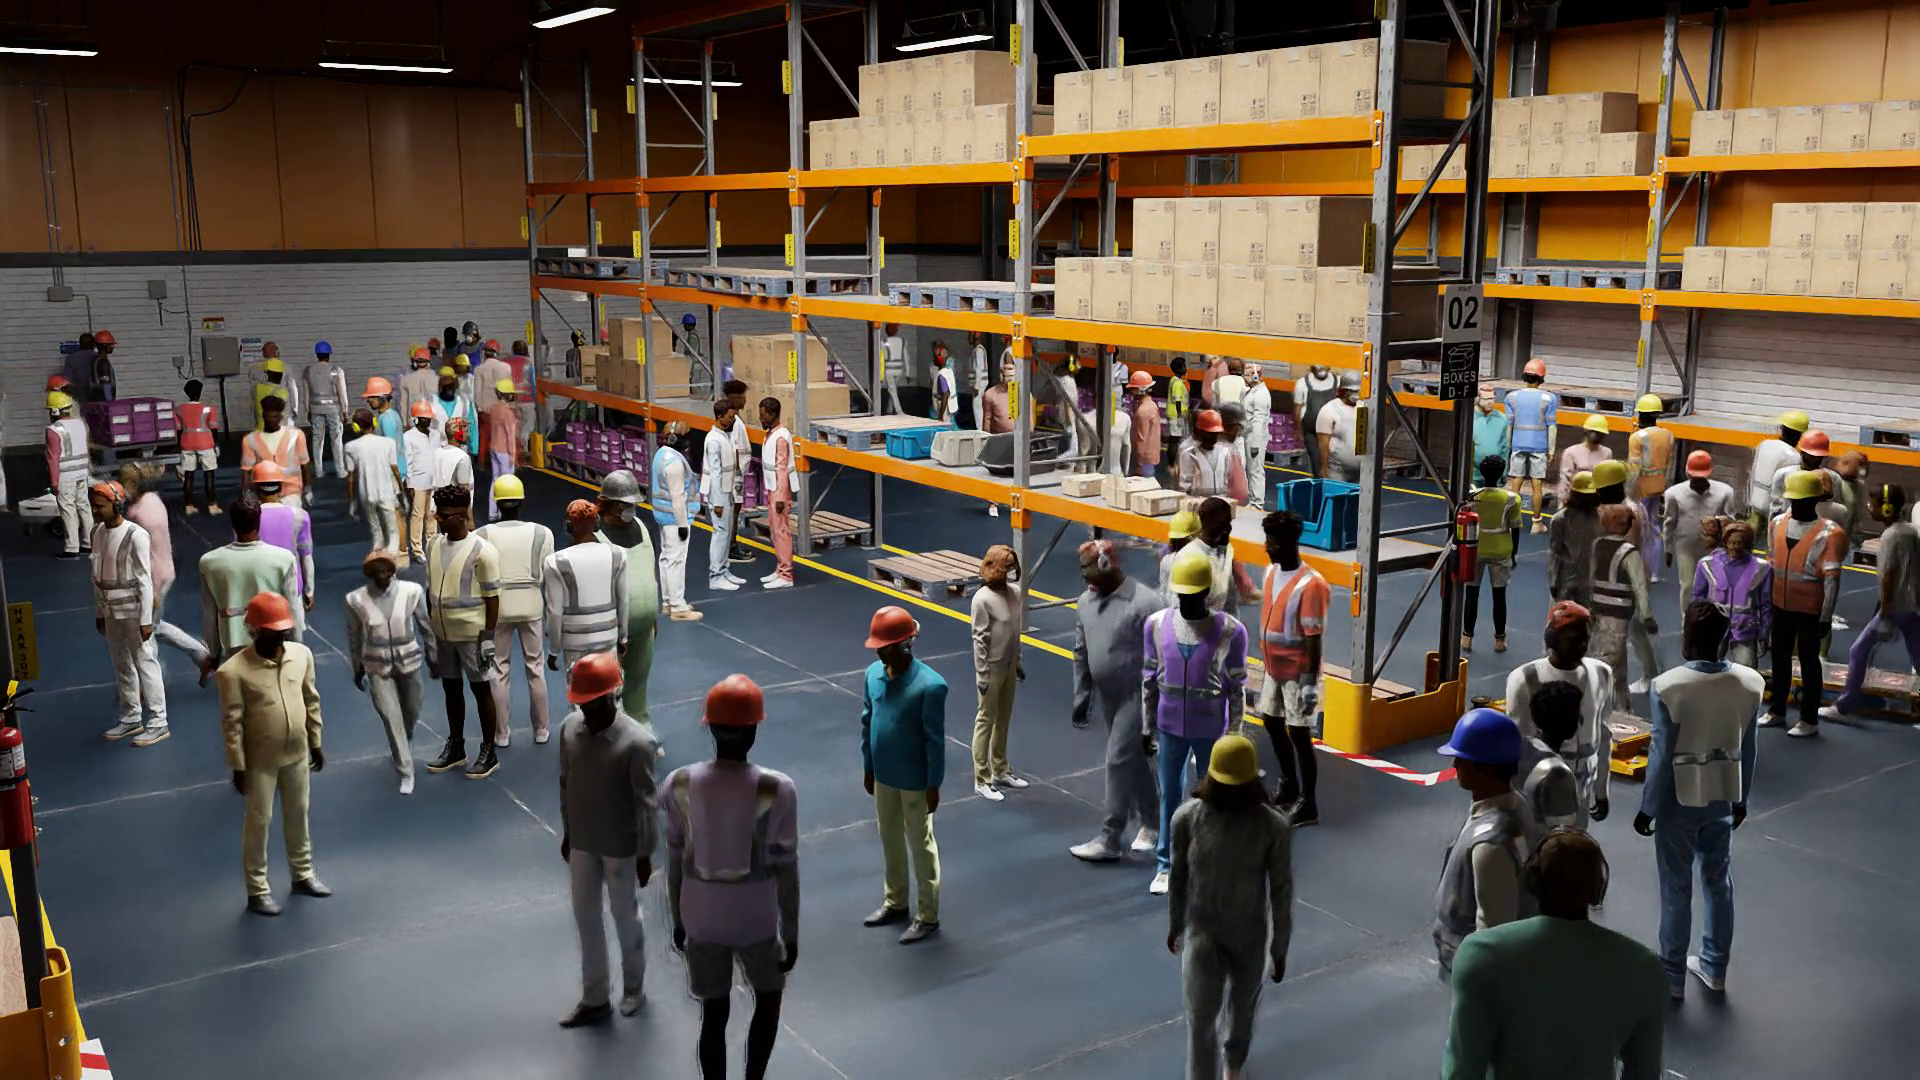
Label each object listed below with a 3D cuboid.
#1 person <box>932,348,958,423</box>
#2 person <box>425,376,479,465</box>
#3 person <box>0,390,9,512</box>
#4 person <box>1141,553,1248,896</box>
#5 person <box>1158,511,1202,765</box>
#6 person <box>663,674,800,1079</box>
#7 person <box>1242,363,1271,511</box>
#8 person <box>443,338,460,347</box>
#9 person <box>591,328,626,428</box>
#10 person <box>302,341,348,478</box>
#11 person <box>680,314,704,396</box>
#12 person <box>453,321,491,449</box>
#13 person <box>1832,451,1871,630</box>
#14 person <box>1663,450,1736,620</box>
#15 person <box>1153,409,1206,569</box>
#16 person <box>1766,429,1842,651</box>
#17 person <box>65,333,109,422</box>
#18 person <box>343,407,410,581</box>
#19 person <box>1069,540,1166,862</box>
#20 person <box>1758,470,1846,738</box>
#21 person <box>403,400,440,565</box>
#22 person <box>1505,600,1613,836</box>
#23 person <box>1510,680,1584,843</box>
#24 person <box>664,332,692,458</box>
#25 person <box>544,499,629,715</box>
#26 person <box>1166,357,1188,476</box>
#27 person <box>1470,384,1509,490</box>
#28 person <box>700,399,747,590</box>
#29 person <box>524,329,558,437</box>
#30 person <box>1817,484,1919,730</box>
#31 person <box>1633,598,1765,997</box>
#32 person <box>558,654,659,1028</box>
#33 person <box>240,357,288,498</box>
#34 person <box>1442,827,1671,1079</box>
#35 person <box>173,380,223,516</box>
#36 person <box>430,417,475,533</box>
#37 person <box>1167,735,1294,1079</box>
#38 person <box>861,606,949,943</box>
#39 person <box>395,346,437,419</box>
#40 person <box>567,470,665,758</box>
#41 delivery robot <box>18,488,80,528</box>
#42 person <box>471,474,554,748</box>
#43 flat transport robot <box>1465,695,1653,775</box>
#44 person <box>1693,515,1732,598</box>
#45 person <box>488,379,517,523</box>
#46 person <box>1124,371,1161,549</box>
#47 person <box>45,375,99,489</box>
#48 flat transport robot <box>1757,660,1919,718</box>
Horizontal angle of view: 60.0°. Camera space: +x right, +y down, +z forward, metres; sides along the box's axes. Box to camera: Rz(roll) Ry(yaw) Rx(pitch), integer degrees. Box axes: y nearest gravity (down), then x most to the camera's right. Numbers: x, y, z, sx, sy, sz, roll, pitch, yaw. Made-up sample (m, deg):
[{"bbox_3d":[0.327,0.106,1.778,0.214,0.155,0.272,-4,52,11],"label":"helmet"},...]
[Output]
[{"bbox_3d":[-0.215,-1.803,23.580,0.373,1.843,0.571,1,11,6],"label":"person"},{"bbox_3d":[-6.098,-1.063,19.902,0.652,1.797,0.943,-6,13,-30],"label":"person"},{"bbox_3d":[-12.317,-1.274,20.879,0.900,1.843,0.623,5,12,23],"label":"person"},{"bbox_3d":[1.254,1.007,9.008,0.585,1.921,0.396,5,12,24],"label":"person"},{"bbox_3d":[1.541,0.653,11.313,0.491,1.730,0.323,8,14,37],"label":"person"},{"bbox_3d":[-0.893,1.486,6.570,0.555,1.919,0.505,1,11,7],"label":"person"},{"bbox_3d":[3.606,-1.227,20.503,0.399,1.900,0.644,1,11,3],"label":"person"},{"bbox_3d":[-8.332,-2.515,27.427,0.321,1.769,0.523,1,11,7],"label":"person"},{"bbox_3d":[-5.548,-2.352,26.117,0.786,1.951,0.613,-1,11,-6],"label":"person"},{"bbox_3d":[-8.959,-1.838,23.522,0.611,1.939,0.415,0,11,1],"label":"person"},{"bbox_3d":[-4.838,-3.117,30.076,0.415,1.939,0.599,-1,11,-3],"label":"person"},{"bbox_3d":[-7.756,-2.458,26.429,0.682,2.000,0.538,1,11,6],"label":"person"},{"bbox_3d":[7.975,-0.004,14.990,0.506,1.610,0.507,-8,14,-36],"label":"person"},{"bbox_3d":[6.391,0.055,14.398,0.605,1.716,0.590,4,12,19],"label":"person"},{"bbox_3d":[2.266,-0.422,16.586,0.709,1.820,0.530,8,14,36],"label":"person"},{"bbox_3d":[7.136,0.014,14.084,0.549,1.925,0.389,3,12,16],"label":"person"},{"bbox_3d":[-13.192,-2.173,25.254,0.629,1.933,0.379,-1,11,-7],"label":"person"},{"bbox_3d":[-5.715,-0.380,16.318,0.581,1.838,0.539,-3,11,-15],"label":"person"},{"bbox_3d":[0.890,0.929,9.607,0.789,1.852,0.722,-7,13,-30],"label":"person"},{"bbox_3d":[5.977,0.451,11.874,0.396,1.919,0.583,-5,12,-24],"label":"person"},{"bbox_3d":[-5.709,-0.622,17.773,0.330,1.751,0.564,5,12,22],"label":"person"},{"bbox_3d":[2.891,1.213,8.084,0.578,1.879,0.359,-3,11,-14],"label":"person"},{"bbox_3d":[2.591,1.446,7.365,0.382,1.693,0.567,2,11,8],"label":"person"},{"bbox_3d":[-4.365,-2.199,25.335,0.606,1.957,0.393,-7,13,-31],"label":"person"},{"bbox_3d":[-2.426,0.665,10.858,0.576,1.882,0.355,-8,14,-35],"label":"person"},{"bbox_3d":[3.104,-1.765,23.772,0.316,1.696,0.540,0,11,-1],"label":"person"},{"bbox_3d":[5.634,-0.738,18.007,0.653,1.899,0.397,-2,11,-11],"label":"person"},{"bbox_3d":[-2.370,-0.451,16.517,0.408,1.907,0.598,0,11,2],"label":"person"},{"bbox_3d":[-7.004,-2.604,27.640,0.597,1.855,0.660,-1,11,-5],"label":"person"},{"bbox_3d":[6.709,0.502,11.927,0.525,1.825,0.888,-9,14,-37],"label":"person"},{"bbox_3d":[3.501,1.226,7.893,0.597,1.916,0.371,-3,11,-15],"label":"person"},{"bbox_3d":[-1.640,1.366,7.636,0.592,1.738,0.479,6,13,28],"label":"person"},{"bbox_3d":[-8.905,-1.387,21.364,0.592,1.897,0.783,4,12,21],"label":"person"},{"bbox_3d":[1.769,1.795,5.051,0.649,1.886,1.017,2,11,10],"label":"person"},{"bbox_3d":[-9.437,-1.137,20.596,0.536,1.691,0.325,0,11,0],"label":"person"},{"bbox_3d":[-4.743,-0.236,15.598,0.392,1.836,0.561,-10,15,-42],"label":"person"},{"bbox_3d":[1.079,1.578,6.676,0.495,1.681,0.918,2,11,11],"label":"person"},{"bbox_3d":[-0.314,1.187,8.553,0.575,1.740,0.348,10,15,42],"label":"person"},{"bbox_3d":[-7.599,-1.802,23.489,0.613,1.871,0.974,-9,14,-39],"label":"person"},{"bbox_3d":[-2.270,0.522,11.181,0.535,2.000,0.680,10,15,42],"label":"person"},{"bbox_3d":[-10.505,-0.360,19.266,0.707,0.478,0.477,2,11,9],"label":"delivery robot"},{"bbox_3d":[-3.119,0.498,11.627,0.587,1.920,0.391,-3,12,-17],"label":"person"},{"bbox_3d":[4.318,1.317,11.656,0.652,0.197,1.431,-7,13,-31],"label":"flat transport robot"},{"bbox_3d":[5.286,0.625,11.705,0.332,1.631,0.516,5,12,23],"label":"person"},{"bbox_3d":[-5.467,-1.051,19.971,0.360,1.757,0.524,-10,15,-41],"label":"person"},{"bbox_3d":[2.036,-0.896,18.588,0.408,1.987,0.614,3,11,14],"label":"person"},{"bbox_3d":[-11.160,-1.221,20.928,0.731,1.714,0.593,-1,11,-5],"label":"person"},{"bbox_3d":[6.827,1.128,12.619,1.431,0.197,0.652,7,13,33],"label":"flat transport robot"}]
